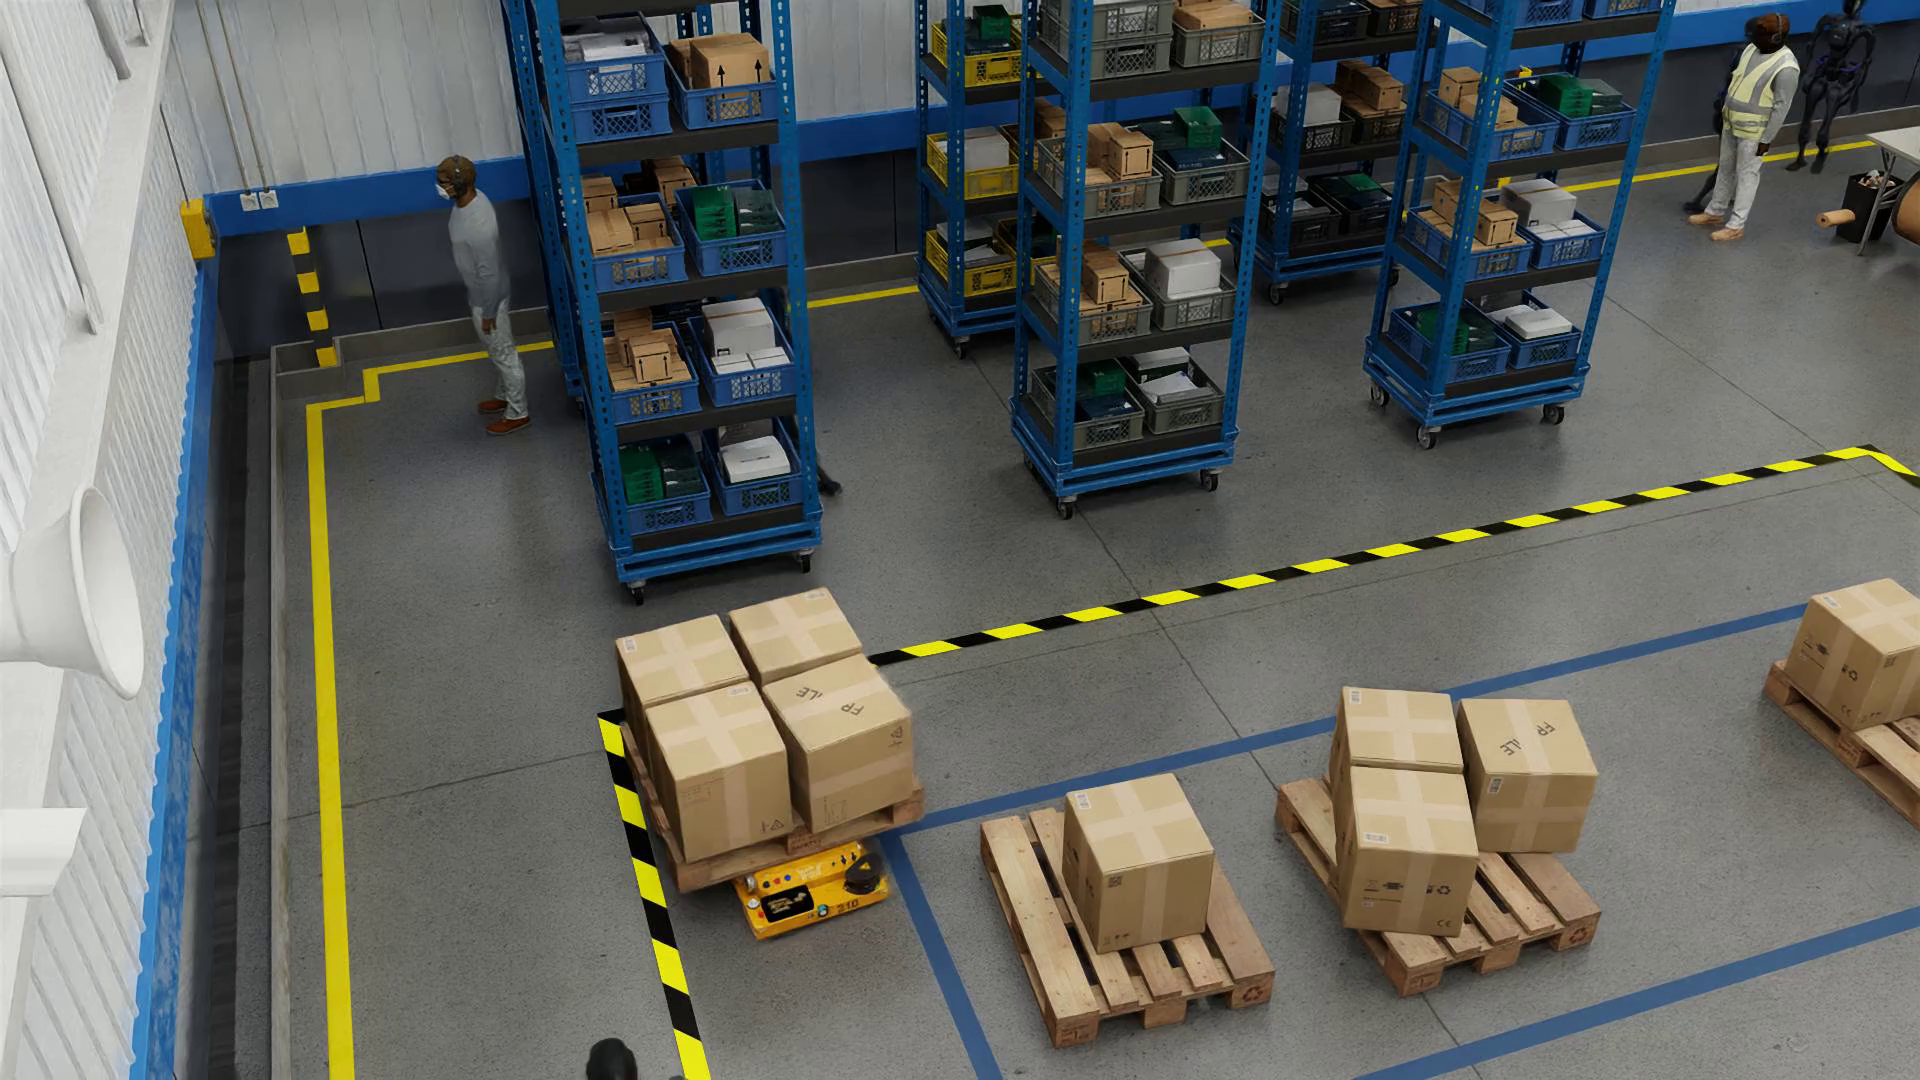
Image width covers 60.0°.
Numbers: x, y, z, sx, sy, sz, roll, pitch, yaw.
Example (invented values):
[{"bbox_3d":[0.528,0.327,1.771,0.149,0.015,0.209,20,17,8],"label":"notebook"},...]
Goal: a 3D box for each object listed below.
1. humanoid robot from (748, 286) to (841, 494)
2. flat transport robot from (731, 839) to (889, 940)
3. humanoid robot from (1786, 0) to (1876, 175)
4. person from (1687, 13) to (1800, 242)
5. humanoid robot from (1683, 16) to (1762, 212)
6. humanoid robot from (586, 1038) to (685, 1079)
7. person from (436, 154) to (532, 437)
[{"bbox_3d":[-1.113,-1.023,10.331,0.754,1.630,0.598,10,36,13],"label":"humanoid robot"},{"bbox_3d":[-0.916,1.306,8.180,0.652,0.197,1.431,-14,38,-19],"label":"flat transport robot"},{"bbox_3d":[7.574,-3.994,14.492,0.337,1.644,0.615,-27,43,-33],"label":"humanoid robot"},{"bbox_3d":[6.336,-3.324,13.404,0.429,1.841,0.632,-6,36,-9],"label":"person"},{"bbox_3d":[6.492,-3.539,13.869,0.605,1.639,0.599,-2,35,-2],"label":"humanoid robot"},{"bbox_3d":[-1.070,2.273,5.650,0.600,1.629,0.781,-18,39,-24],"label":"humanoid robot"},{"bbox_3d":[-3.104,-1.592,10.865,0.374,1.939,0.627,-12,37,-16],"label":"person"}]
